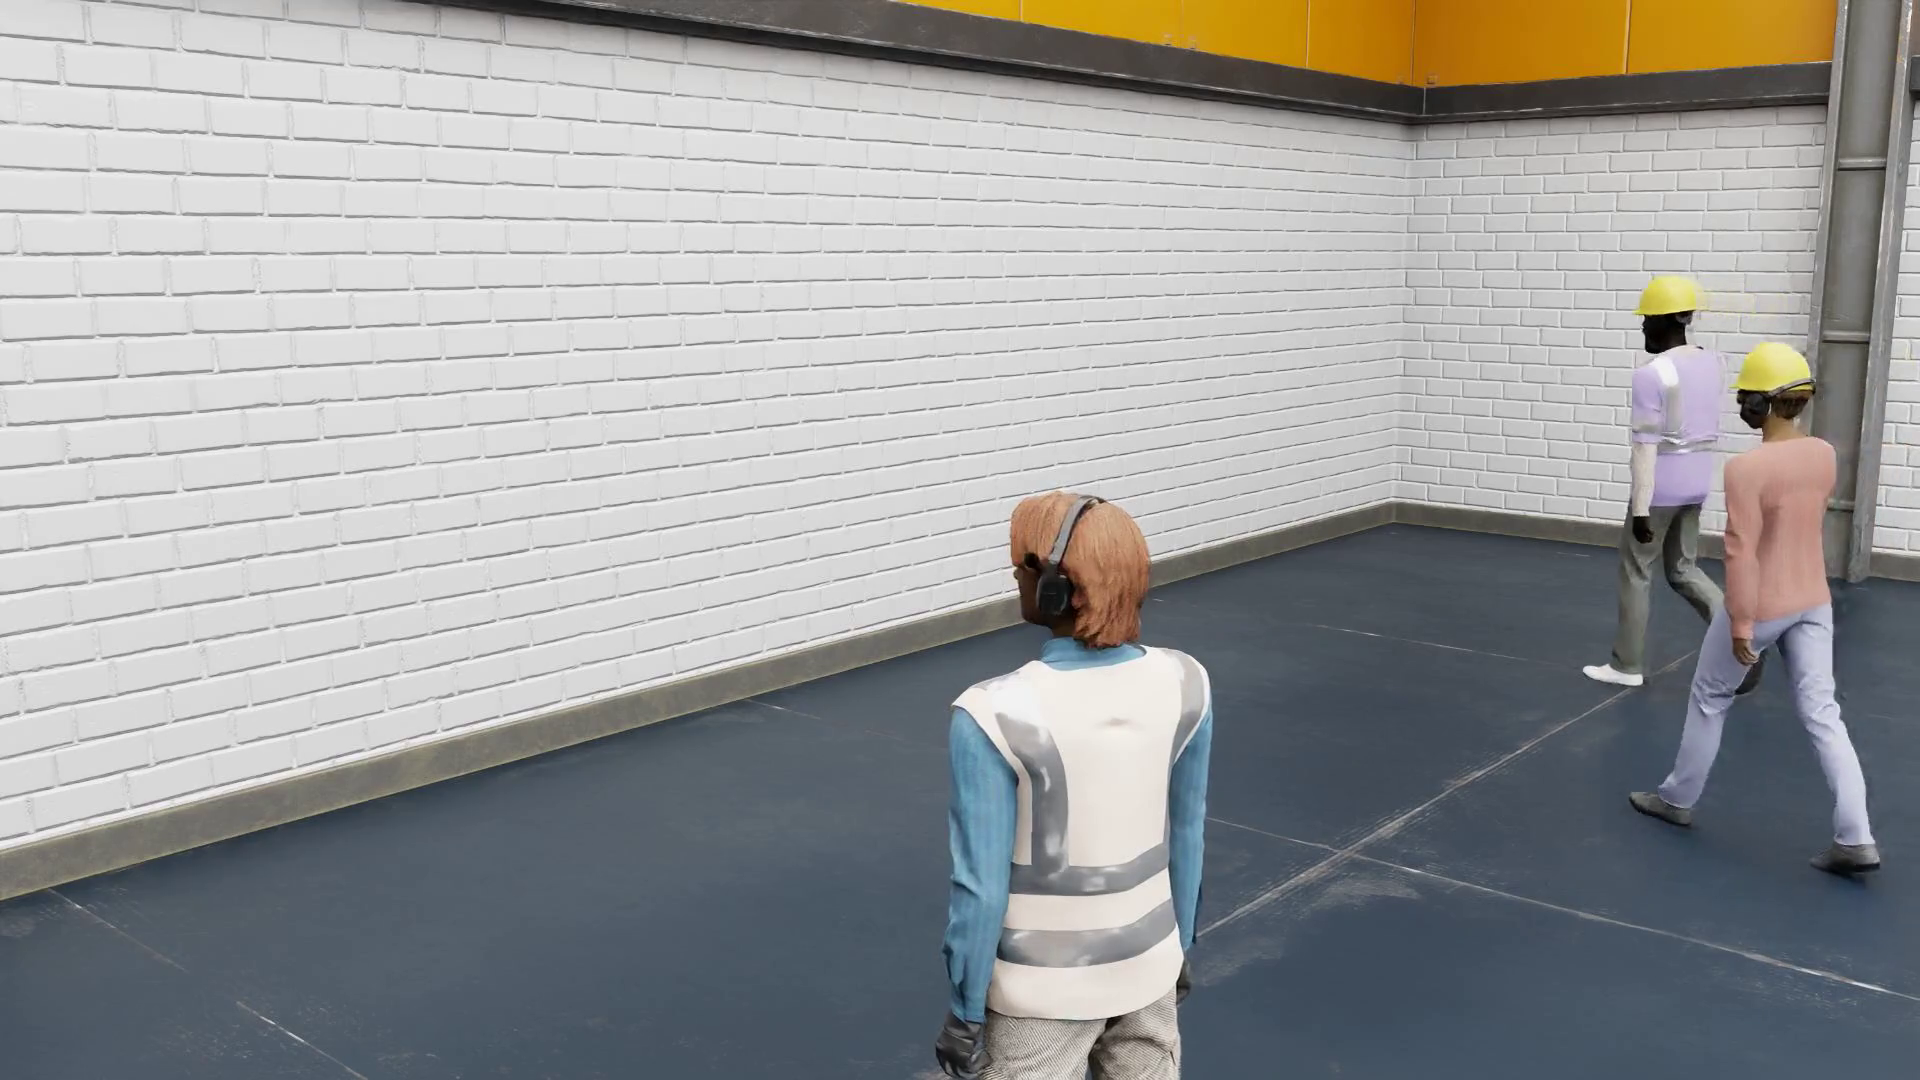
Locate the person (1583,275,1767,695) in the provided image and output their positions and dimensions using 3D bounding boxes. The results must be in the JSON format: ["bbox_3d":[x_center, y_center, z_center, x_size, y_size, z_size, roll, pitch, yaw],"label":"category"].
[{"bbox_3d":[3.229,-0.226,7.454,0.600,1.906,0.748,-6,11,-30],"label":"person"}]

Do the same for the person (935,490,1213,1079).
[{"bbox_3d":[0.193,0.732,2.739,0.522,1.645,0.306,-7,12,-33],"label":"person"}]

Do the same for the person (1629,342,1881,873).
[{"bbox_3d":[2.695,0.212,5.501,0.518,1.723,0.925,-4,11,-21],"label":"person"}]
